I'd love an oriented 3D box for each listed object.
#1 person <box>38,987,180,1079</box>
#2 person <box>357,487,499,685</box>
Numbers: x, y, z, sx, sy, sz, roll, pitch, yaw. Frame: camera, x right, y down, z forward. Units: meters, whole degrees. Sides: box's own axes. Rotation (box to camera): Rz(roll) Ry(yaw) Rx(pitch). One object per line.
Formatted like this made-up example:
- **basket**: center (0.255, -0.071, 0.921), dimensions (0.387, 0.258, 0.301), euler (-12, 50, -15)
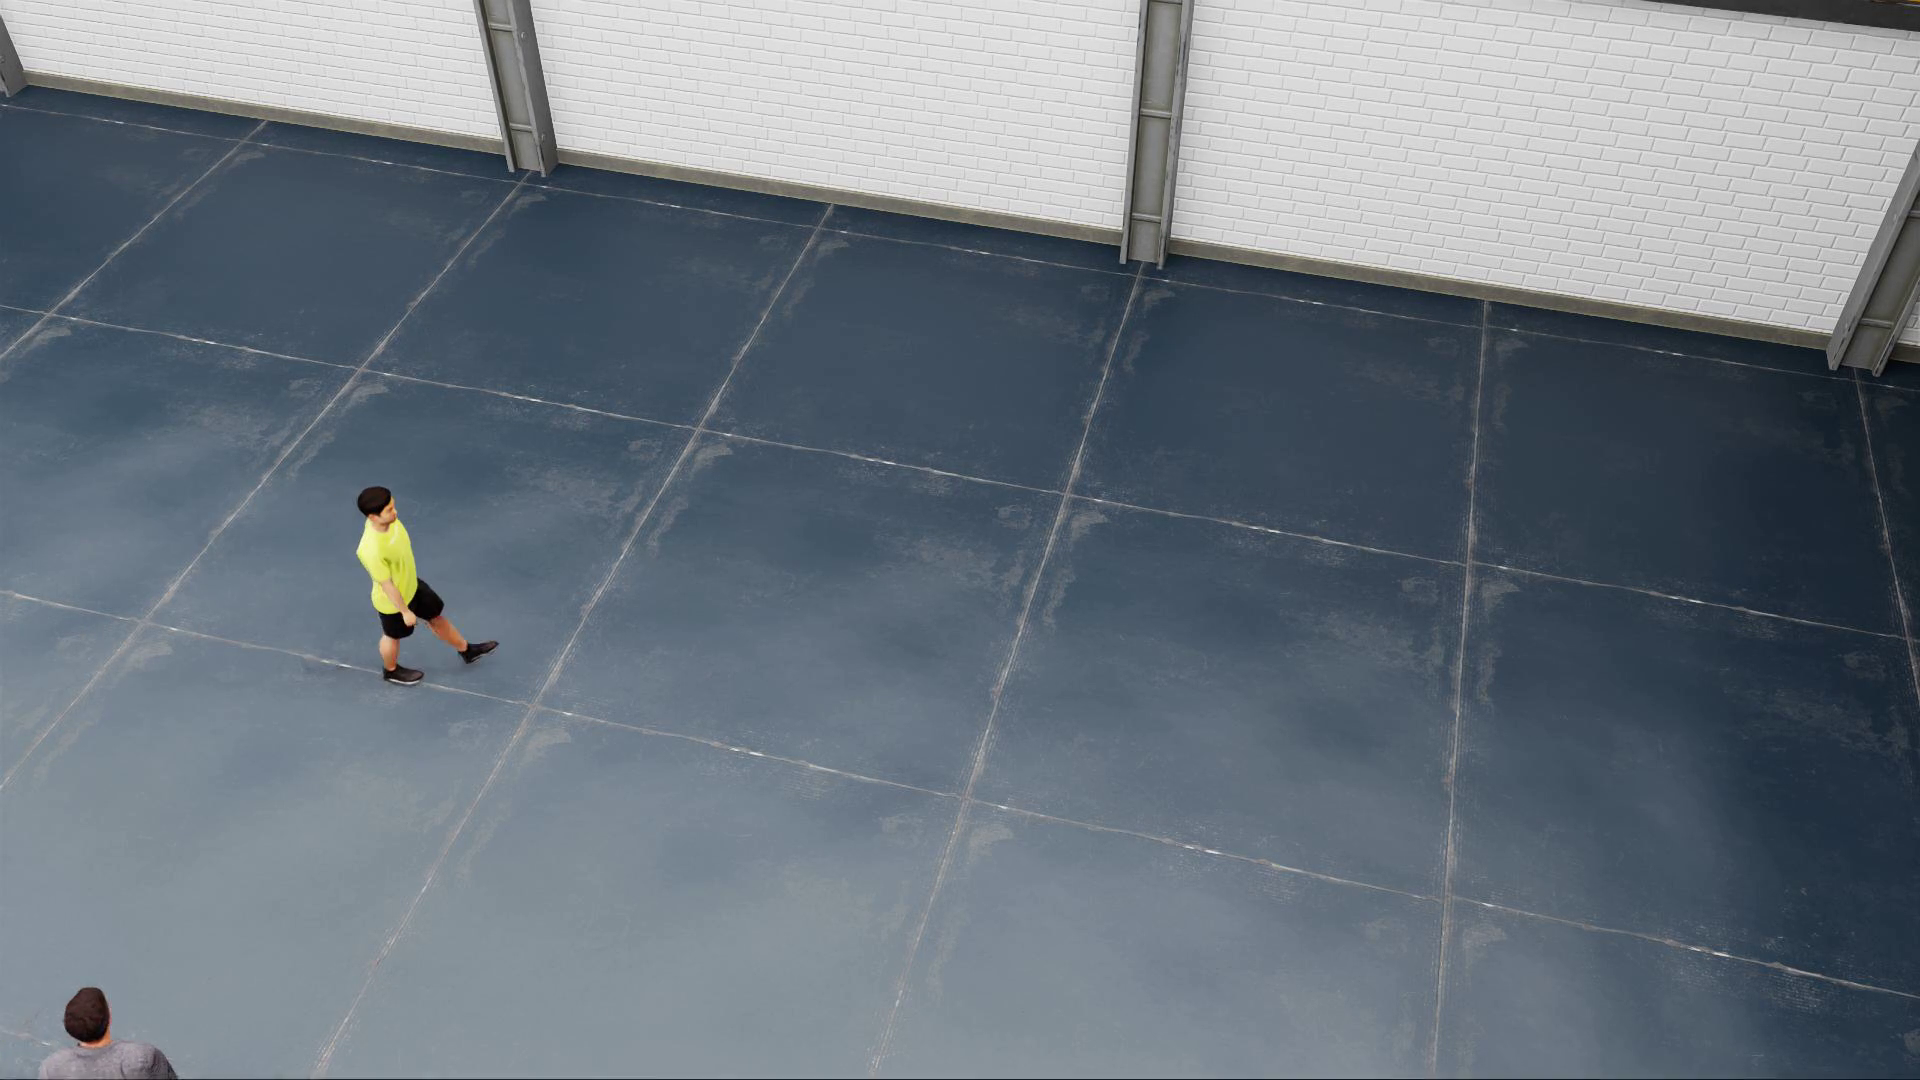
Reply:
- **person**: center (-4.024, 2.824, 8.016), dimensions (0.806, 1.856, 0.913), euler (-5, 44, -6)
- **person**: center (-3.729, 0.326, 10.768), dimensions (1.073, 1.675, 0.810), euler (-1, 44, -1)
